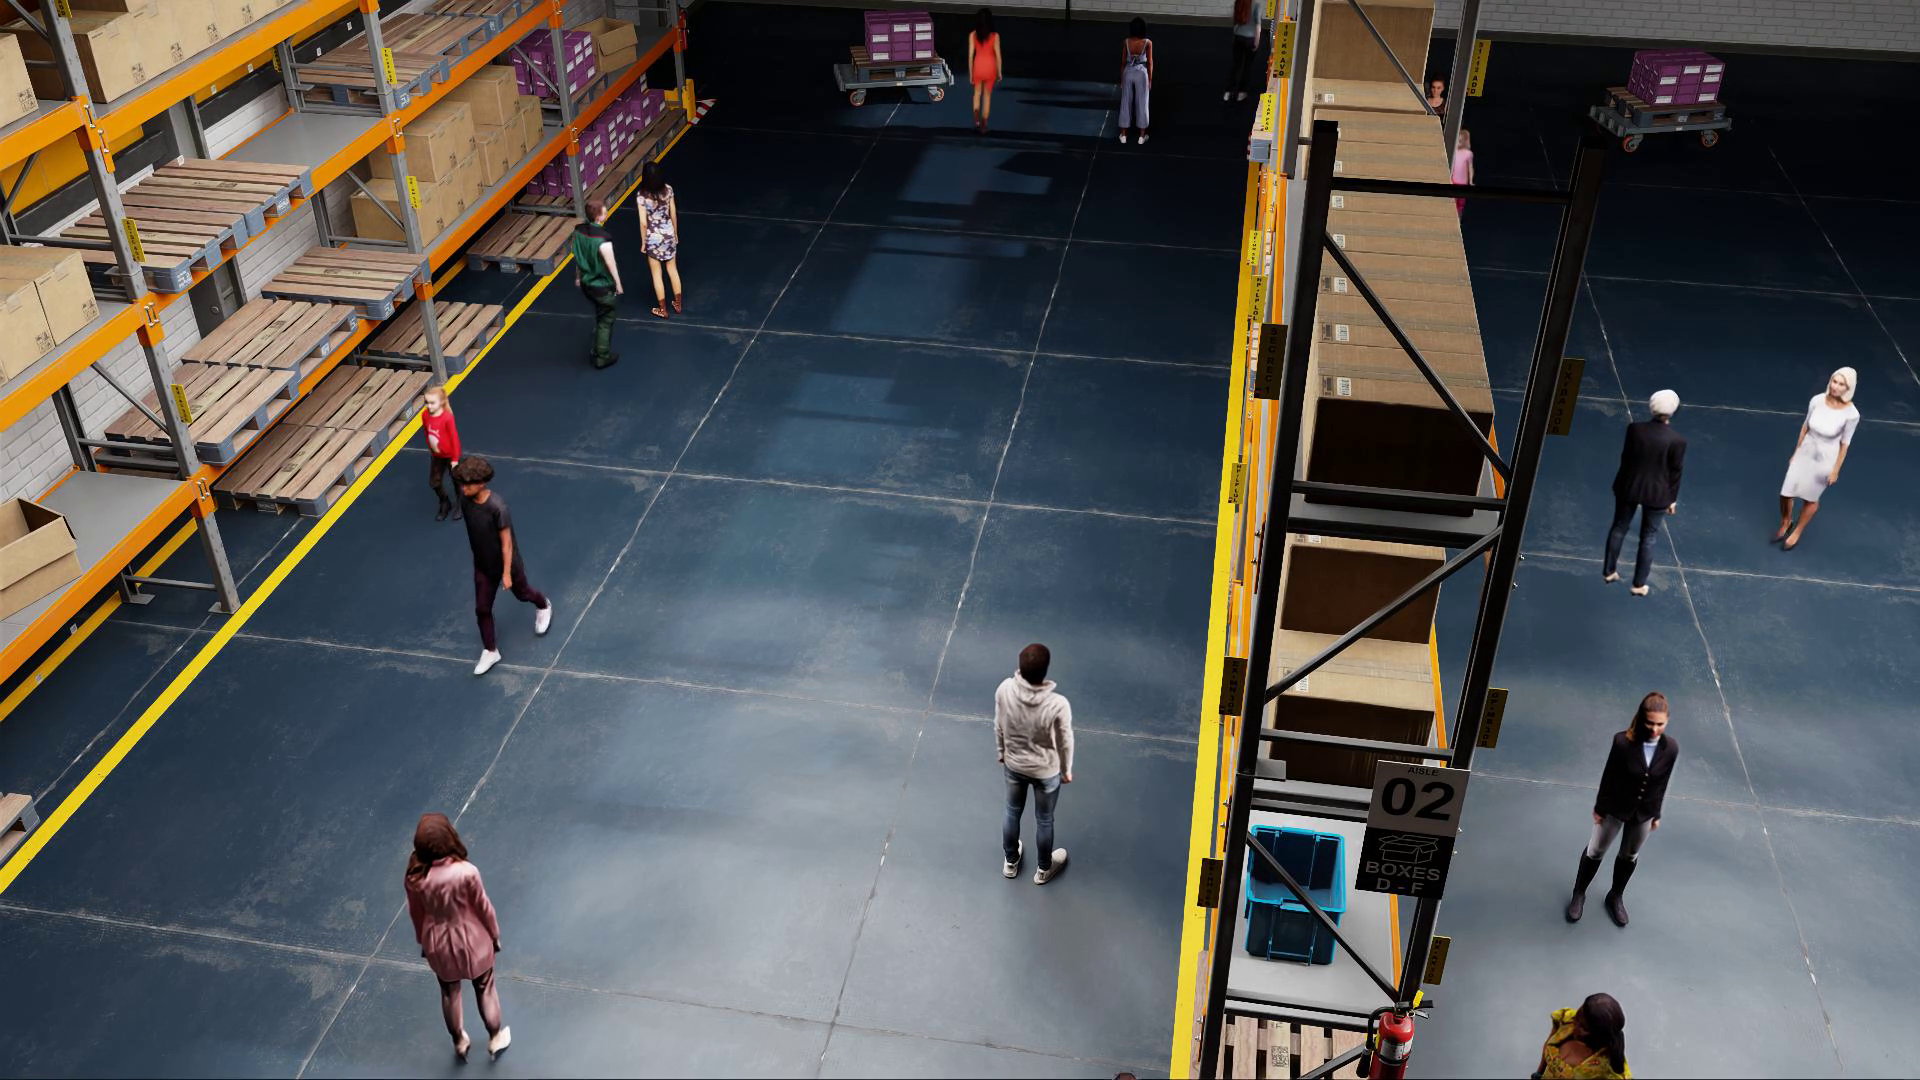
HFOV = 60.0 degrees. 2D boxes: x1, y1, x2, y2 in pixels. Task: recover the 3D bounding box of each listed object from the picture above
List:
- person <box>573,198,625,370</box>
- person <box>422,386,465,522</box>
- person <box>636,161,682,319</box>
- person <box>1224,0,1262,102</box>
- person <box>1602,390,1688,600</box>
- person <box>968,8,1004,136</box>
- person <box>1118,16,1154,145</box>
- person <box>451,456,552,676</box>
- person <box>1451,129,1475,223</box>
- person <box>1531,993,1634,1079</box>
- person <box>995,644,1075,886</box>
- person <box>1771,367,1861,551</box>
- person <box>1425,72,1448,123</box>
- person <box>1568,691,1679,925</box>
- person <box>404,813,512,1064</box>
[{"bbox_3d":[-3.673,-2.534,16.678,0.781,1.818,0.806,21,39,28],"label":"person"},{"bbox_3d":[-4.466,-0.781,14.535,0.483,1.271,0.512,6,34,9],"label":"person"},{"bbox_3d":[-3.211,-3.211,17.773,0.657,1.733,0.719,-21,39,-29],"label":"person"},{"bbox_3d":[4.013,-7.019,23.518,0.734,1.715,0.781,19,38,27],"label":"person"},{"bbox_3d":[5.236,-0.355,12.629,0.819,1.782,0.756,26,41,33],"label":"person"},{"bbox_3d":[0.321,-6.270,22.399,0.585,1.707,0.595,5,34,8],"label":"person"},{"bbox_3d":[2.349,-6.150,22.228,0.574,1.696,0.506,6,34,10],"label":"person"},{"bbox_3d":[-3.497,0.105,12.769,0.761,1.750,1.160,10,35,15],"label":"person"},{"bbox_3d":[5.954,-4.292,19.833,0.705,1.252,0.909,15,36,21],"label":"person"},{"bbox_3d":[3.157,2.930,8.599,1.060,1.661,0.957,-14,36,-20],"label":"person"},{"bbox_3d":[0.454,1.435,10.674,0.701,1.853,0.618,11,35,16],"label":"person"},{"bbox_3d":[7.239,-0.701,13.989,0.725,1.741,0.681,-26,42,-34],"label":"person"},{"bbox_3d":[5.717,-4.864,20.313,0.570,1.674,0.554,6,34,9],"label":"person"},{"bbox_3d":[4.172,1.690,10.403,0.555,1.729,0.542,5,34,7],"label":"person"},{"bbox_3d":[-2.857,2.291,9.437,0.665,1.799,0.620,-4,34,-5],"label":"person"}]
